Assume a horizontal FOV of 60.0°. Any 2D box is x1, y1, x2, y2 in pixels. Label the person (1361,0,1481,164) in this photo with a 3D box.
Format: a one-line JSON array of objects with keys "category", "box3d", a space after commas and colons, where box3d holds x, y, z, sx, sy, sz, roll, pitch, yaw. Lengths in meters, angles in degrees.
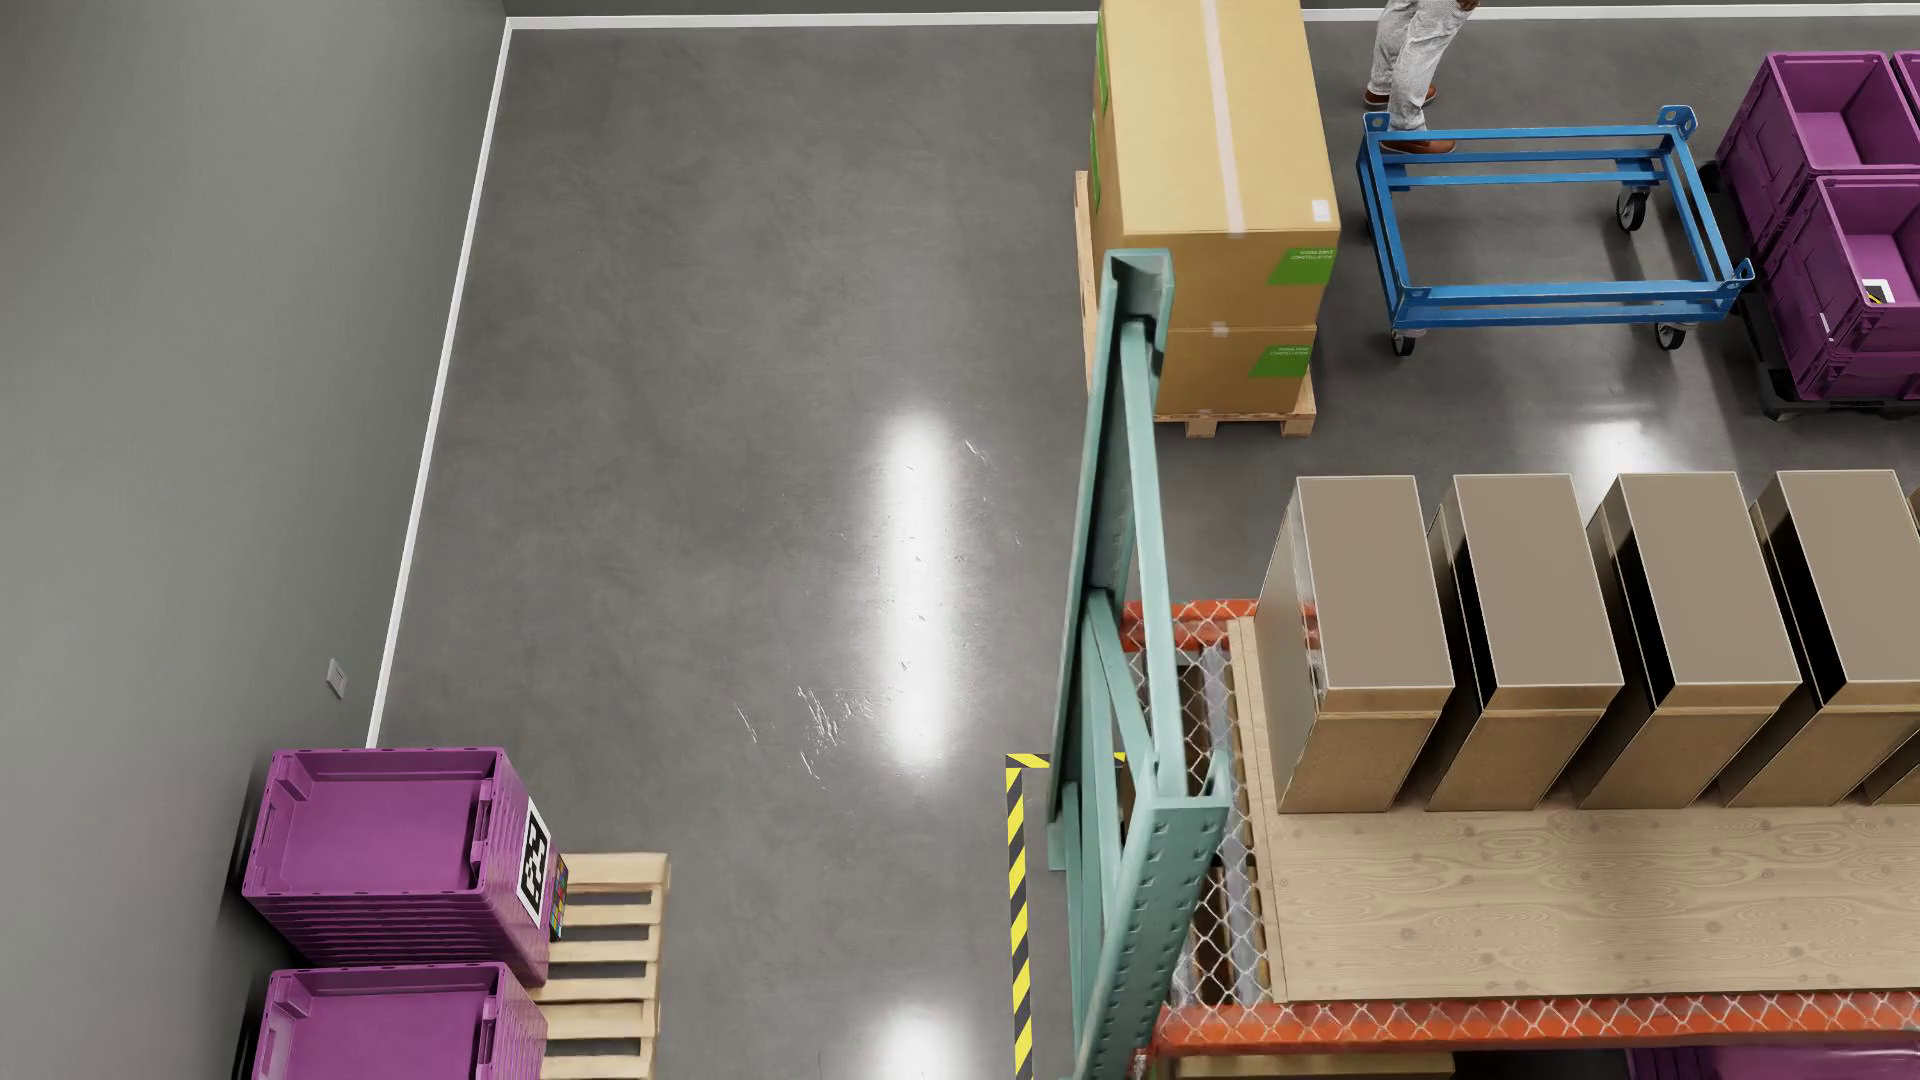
[{"category": "person", "box3d": [1.820, -2.236, 6.074, 0.372, 1.940, 0.630, -3, 58, -2]}]
